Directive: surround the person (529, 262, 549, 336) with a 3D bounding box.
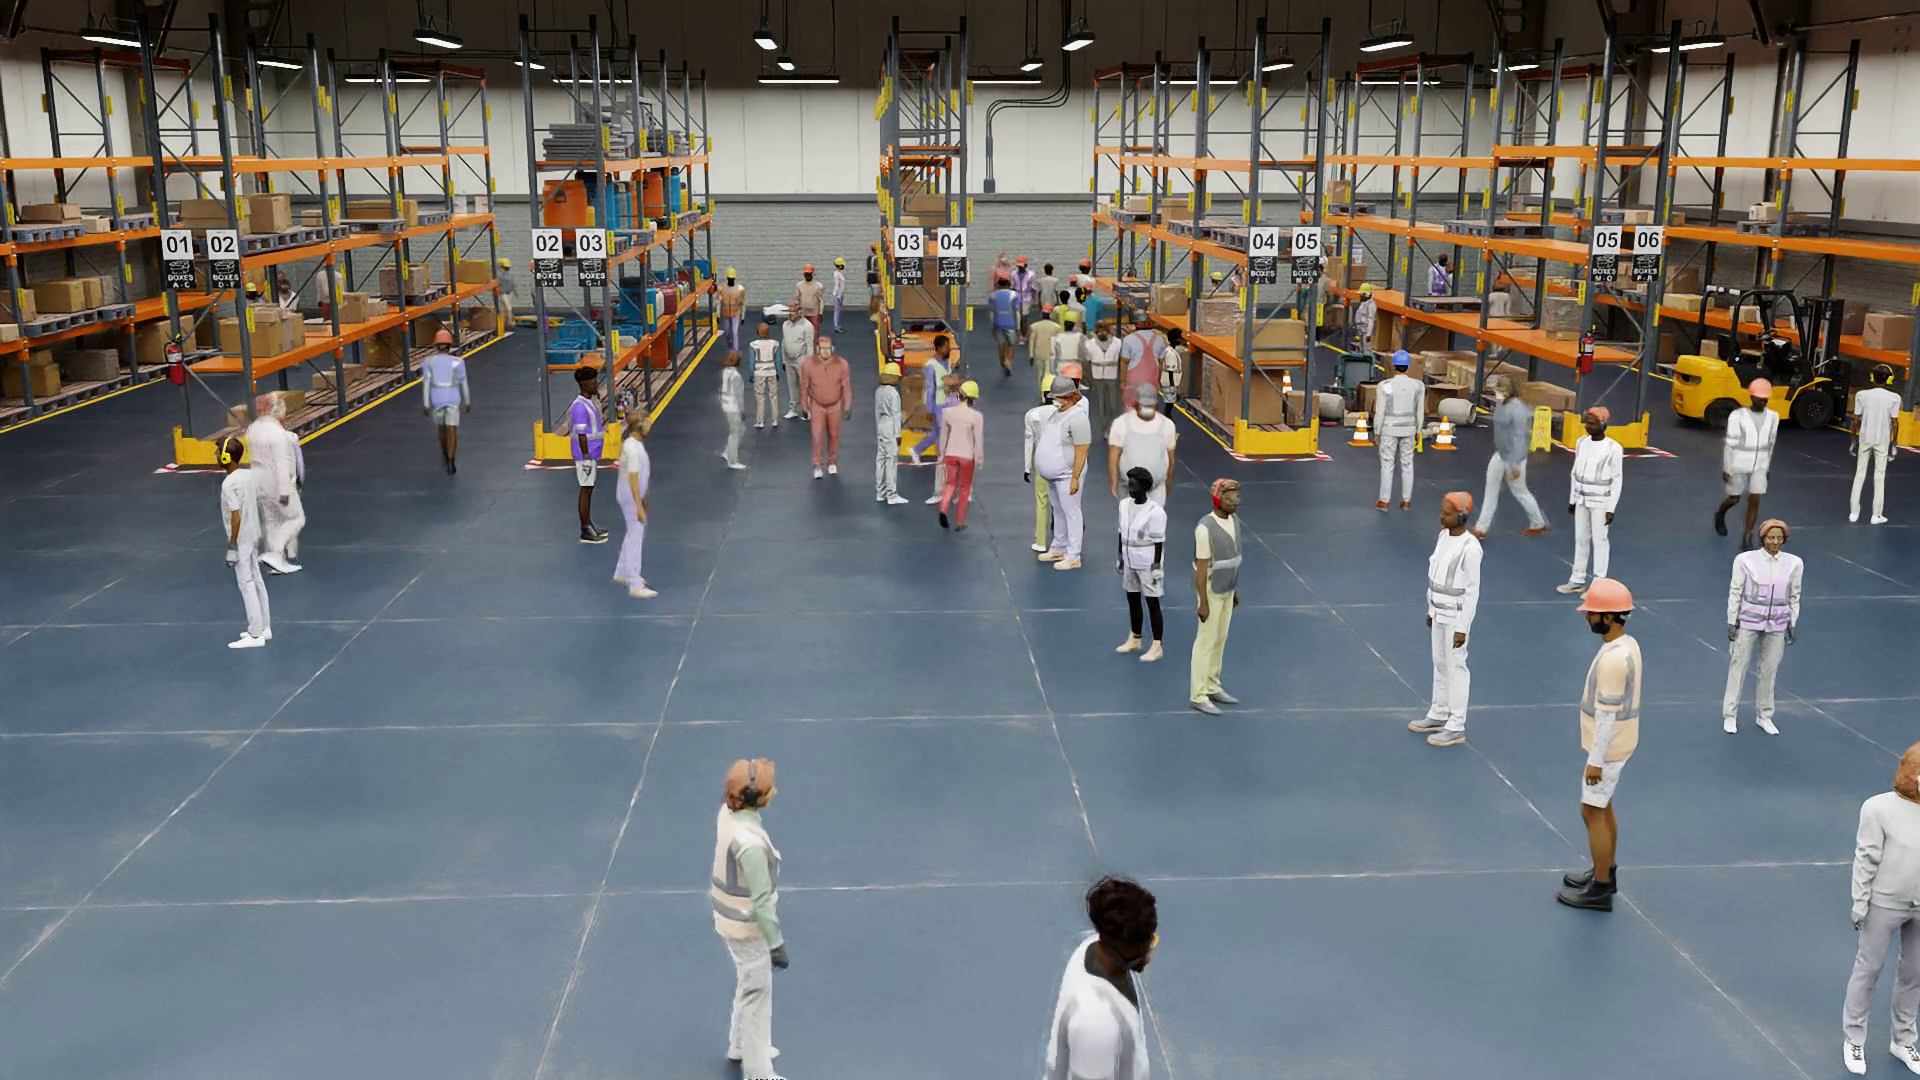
[{"bbox_3d":[-9.836,-5.623,38.719,0.355,1.744,0.564,-9,16,-33],"label":"person"}]

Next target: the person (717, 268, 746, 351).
[{"bbox_3d":[-4.720,-4.684,34.403,0.599,1.905,0.747,0,13,2],"label":"person"}]

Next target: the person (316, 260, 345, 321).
[{"bbox_3d":[-14.020,-5.358,37.141,0.654,1.958,0.597,1,13,3],"label":"person"}]

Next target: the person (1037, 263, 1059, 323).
[{"bbox_3d":[1.940,-5.123,36.387,0.504,1.846,0.497,2,13,9],"label":"person"}]

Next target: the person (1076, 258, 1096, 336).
[{"bbox_3d":[2.620,-4.933,35.198,0.601,2.035,0.402,9,16,33],"label":"person"}]

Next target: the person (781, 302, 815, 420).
[{"bbox_3d":[-2.630,-2.879,26.785,0.642,1.899,0.394,9,16,34],"label":"person"}]

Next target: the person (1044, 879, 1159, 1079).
[{"bbox_3d":[0.458,2.042,5.869,0.468,1.923,0.672,2,13,7],"label":"person"}]

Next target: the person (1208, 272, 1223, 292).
[{"bbox_3d":[5.371,-4.778,35.119,0.336,1.757,0.518,-1,13,-6],"label":"person"}]

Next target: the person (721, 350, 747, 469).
[{"bbox_3d":[-3.060,-1.773,22.666,0.377,1.622,0.556,-5,14,-22],"label":"person"}]

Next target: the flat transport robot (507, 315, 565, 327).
[{"bbox_3d":[-10.390,-5.367,40.792,1.431,0.197,0.652,9,16,33],"label":"flat transport robot"}]

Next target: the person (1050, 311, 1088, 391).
[{"bbox_3d":[1.664,-2.556,25.486,0.577,1.873,0.986,0,13,2],"label":"person"}]

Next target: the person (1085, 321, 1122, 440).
[{"bbox_3d":[2.160,-2.362,24.758,0.596,1.809,0.625,1,13,5],"label":"person"}]

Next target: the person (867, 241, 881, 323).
[{"bbox_3d":[-2.128,-6.456,41.654,0.444,2.030,0.728,-6,15,-25],"label":"person"}]

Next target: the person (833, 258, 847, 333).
[{"bbox_3d":[-2.850,-5.801,39.432,0.308,1.769,0.524,1,13,5],"label":"person"}]

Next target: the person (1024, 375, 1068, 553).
[{"bbox_3d":[0.976,-0.821,17.987,0.591,1.925,0.385,-2,13,-8],"label":"person"}]

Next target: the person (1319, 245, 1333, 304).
[{"bbox_3d":[9.369,-6.595,42.547,0.356,1.881,0.575,12,18,42],"label":"person"}]

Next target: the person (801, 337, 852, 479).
[{"bbox_3d":[-1.758,-1.742,22.018,0.659,1.870,0.924,-3,14,-11],"label":"person"}]

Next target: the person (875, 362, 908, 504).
[{"bbox_3d":[-0.853,-1.320,20.517,0.313,1.735,0.483,-9,16,-32],"label":"person"}]

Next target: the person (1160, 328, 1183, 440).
[{"bbox_3d":[3.163,-2.336,24.926,0.321,1.686,0.539,2,13,9],"label":"person"}]

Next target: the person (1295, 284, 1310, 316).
[{"bbox_3d":[8.585,-6.273,41.450,0.523,1.761,0.323,-8,16,-31],"label":"person"}]

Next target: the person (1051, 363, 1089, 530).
[{"bbox_3d":[1.247,-1.054,19.018,0.546,1.919,0.433,10,17,37],"label":"person"}]

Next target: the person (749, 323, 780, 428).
[{"bbox_3d":[-3.050,-2.566,25.999,0.524,1.639,0.306,-7,15,-27],"label":"person"}]

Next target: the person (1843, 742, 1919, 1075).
[{"bbox_3d":[4.442,1.729,7.815,0.501,1.633,0.279,1,13,4],"label":"person"}]

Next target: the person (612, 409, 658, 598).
[{"bbox_3d":[-3.208,-0.356,16.208,0.459,1.845,0.716,-1,13,-6],"label":"person"}]

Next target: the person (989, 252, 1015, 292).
[{"bbox_3d":[1.011,-5.991,40.014,0.652,1.877,0.878,-3,14,-14],"label":"person"}]

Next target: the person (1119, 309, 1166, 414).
[{"bbox_3d":[2.622,-2.366,24.290,0.687,2.000,0.536,-5,14,-21],"label":"person"}]

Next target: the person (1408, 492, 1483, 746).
[{"bbox_3d":[3.590,0.566,12.206,0.355,1.884,0.576,-2,13,-9],"label":"person"}]

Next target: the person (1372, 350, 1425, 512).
[{"bbox_3d":[5.263,-1.309,20.008,0.616,1.946,0.392,-2,13,-7],"label":"person"}]

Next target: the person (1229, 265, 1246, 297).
[{"bbox_3d":[6.464,-5.558,38.664,0.514,1.645,0.309,-6,15,-23],"label":"person"}]

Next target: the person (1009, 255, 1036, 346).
[{"bbox_3d":[1.402,-5.334,36.920,0.613,2.013,0.753,4,14,15],"label":"person"}]

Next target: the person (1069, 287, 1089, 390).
[{"bbox_3d":[2.139,-3.640,30.080,0.318,1.864,0.522,-8,15,-31],"label":"person"}]

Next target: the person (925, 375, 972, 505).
[{"bbox_3d":[-0.115,-1.224,20.378,0.582,1.628,0.563,3,14,13],"label":"person"}]
